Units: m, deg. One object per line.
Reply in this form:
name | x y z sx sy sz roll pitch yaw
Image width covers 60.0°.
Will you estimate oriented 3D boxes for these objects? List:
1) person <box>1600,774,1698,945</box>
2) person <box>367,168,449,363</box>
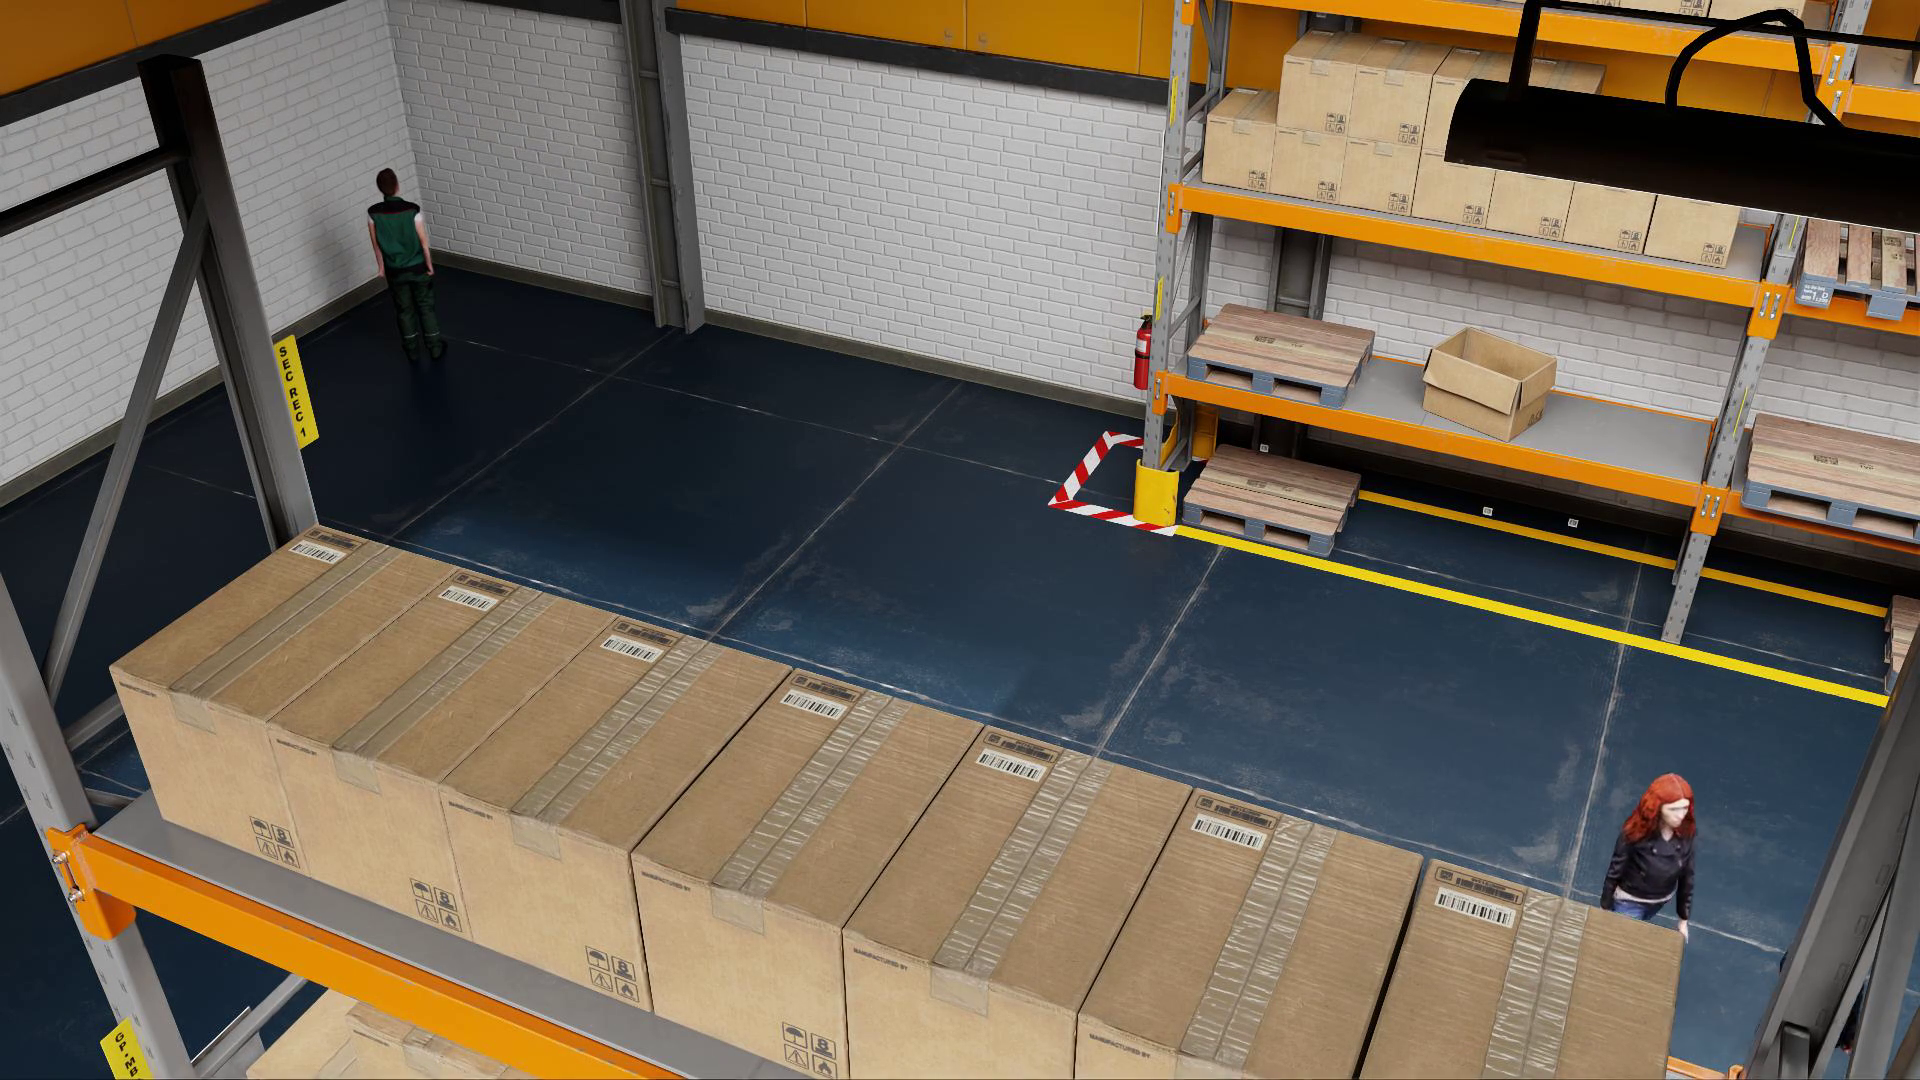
person | 3.498 1.876 8.707 1.212 1.738 1.135 -5 34 -8
person | -5.069 -2.511 15.214 0.699 1.841 0.798 -5 34 -8
